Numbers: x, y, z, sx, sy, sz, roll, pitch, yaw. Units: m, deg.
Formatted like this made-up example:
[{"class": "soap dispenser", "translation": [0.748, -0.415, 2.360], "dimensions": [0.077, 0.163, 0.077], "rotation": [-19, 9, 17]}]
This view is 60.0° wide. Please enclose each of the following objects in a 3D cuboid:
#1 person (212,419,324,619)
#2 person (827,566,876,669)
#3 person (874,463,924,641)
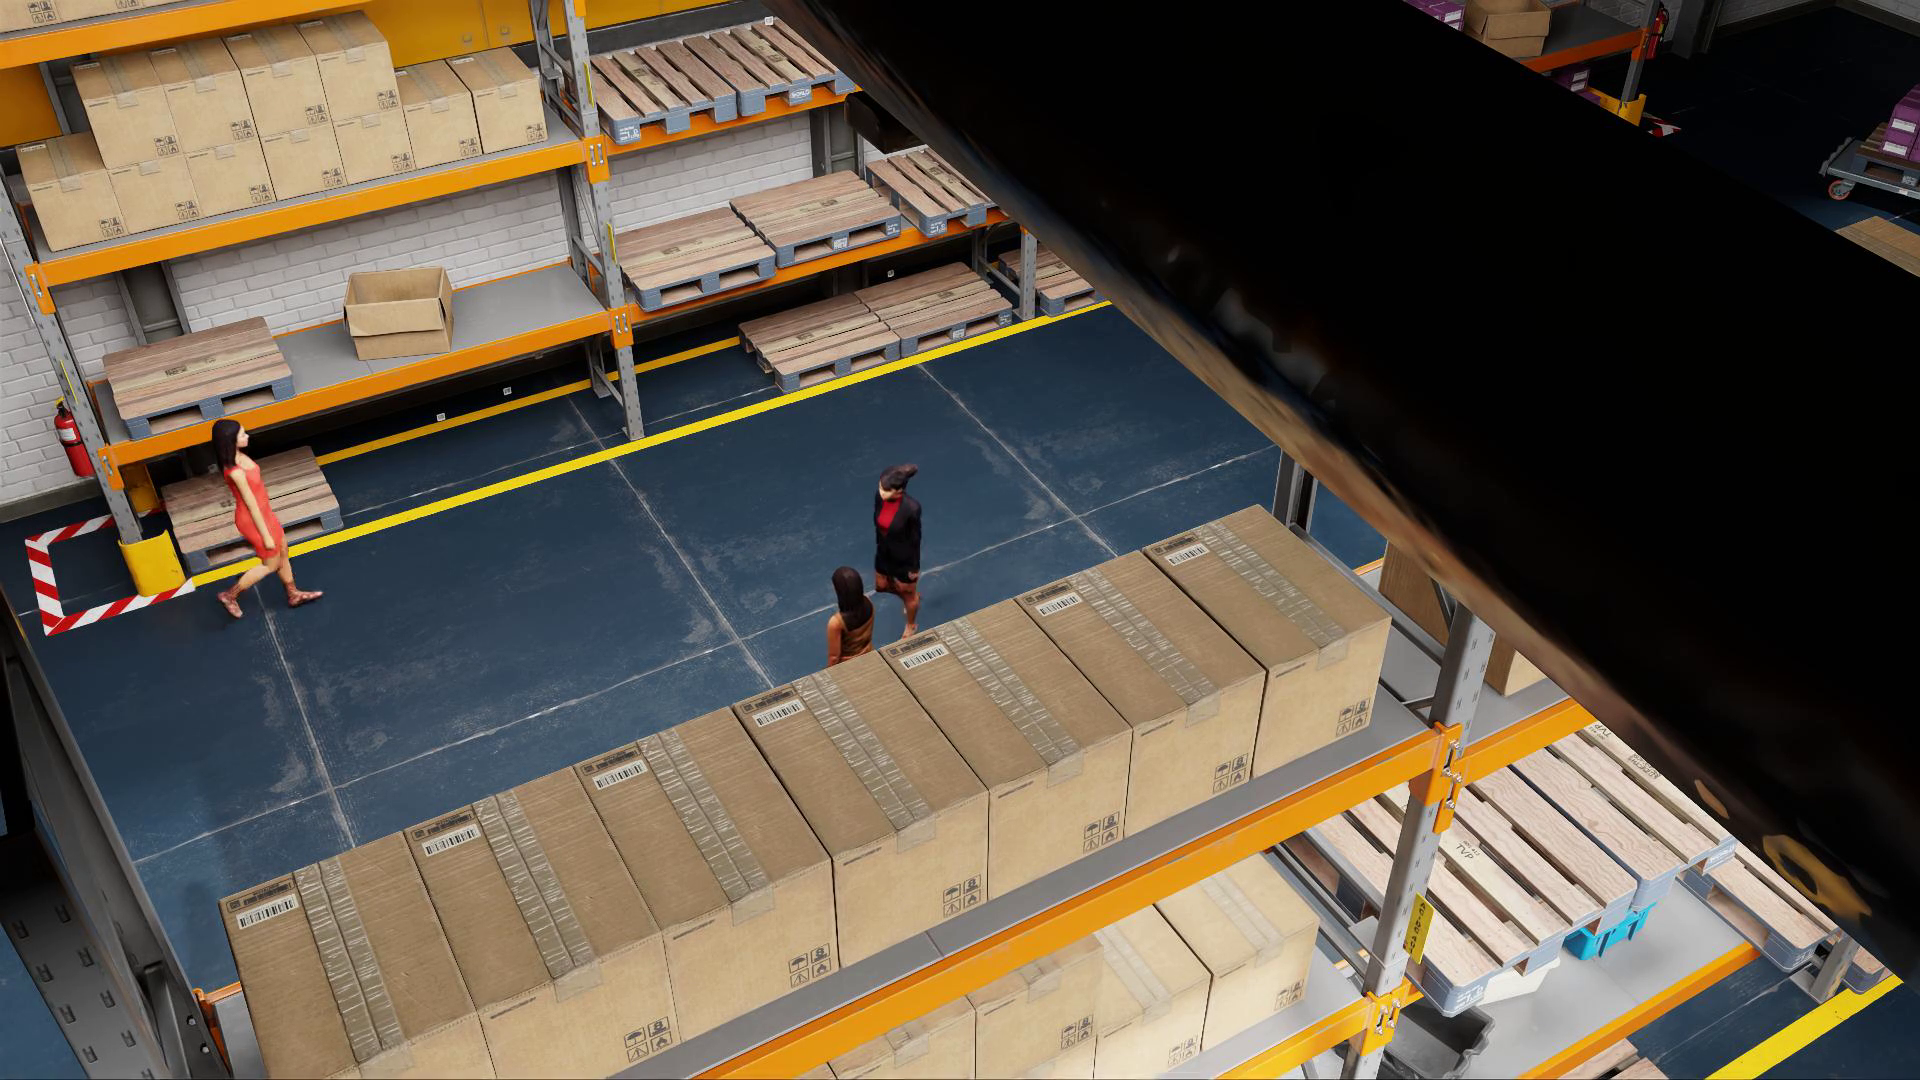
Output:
[{"class": "person", "translation": [-5.205, -0.103, 12.108], "dimensions": [0.946, 1.702, 0.629], "rotation": [-17, 42, -20]}, {"class": "person", "translation": [-0.695, 0.866, 10.909], "dimensions": [0.699, 1.684, 0.589], "rotation": [22, 44, 25]}, {"class": "person", "translation": [-0.386, 0.096, 11.919], "dimensions": [0.721, 1.627, 0.806], "rotation": [24, 44, 27]}]
